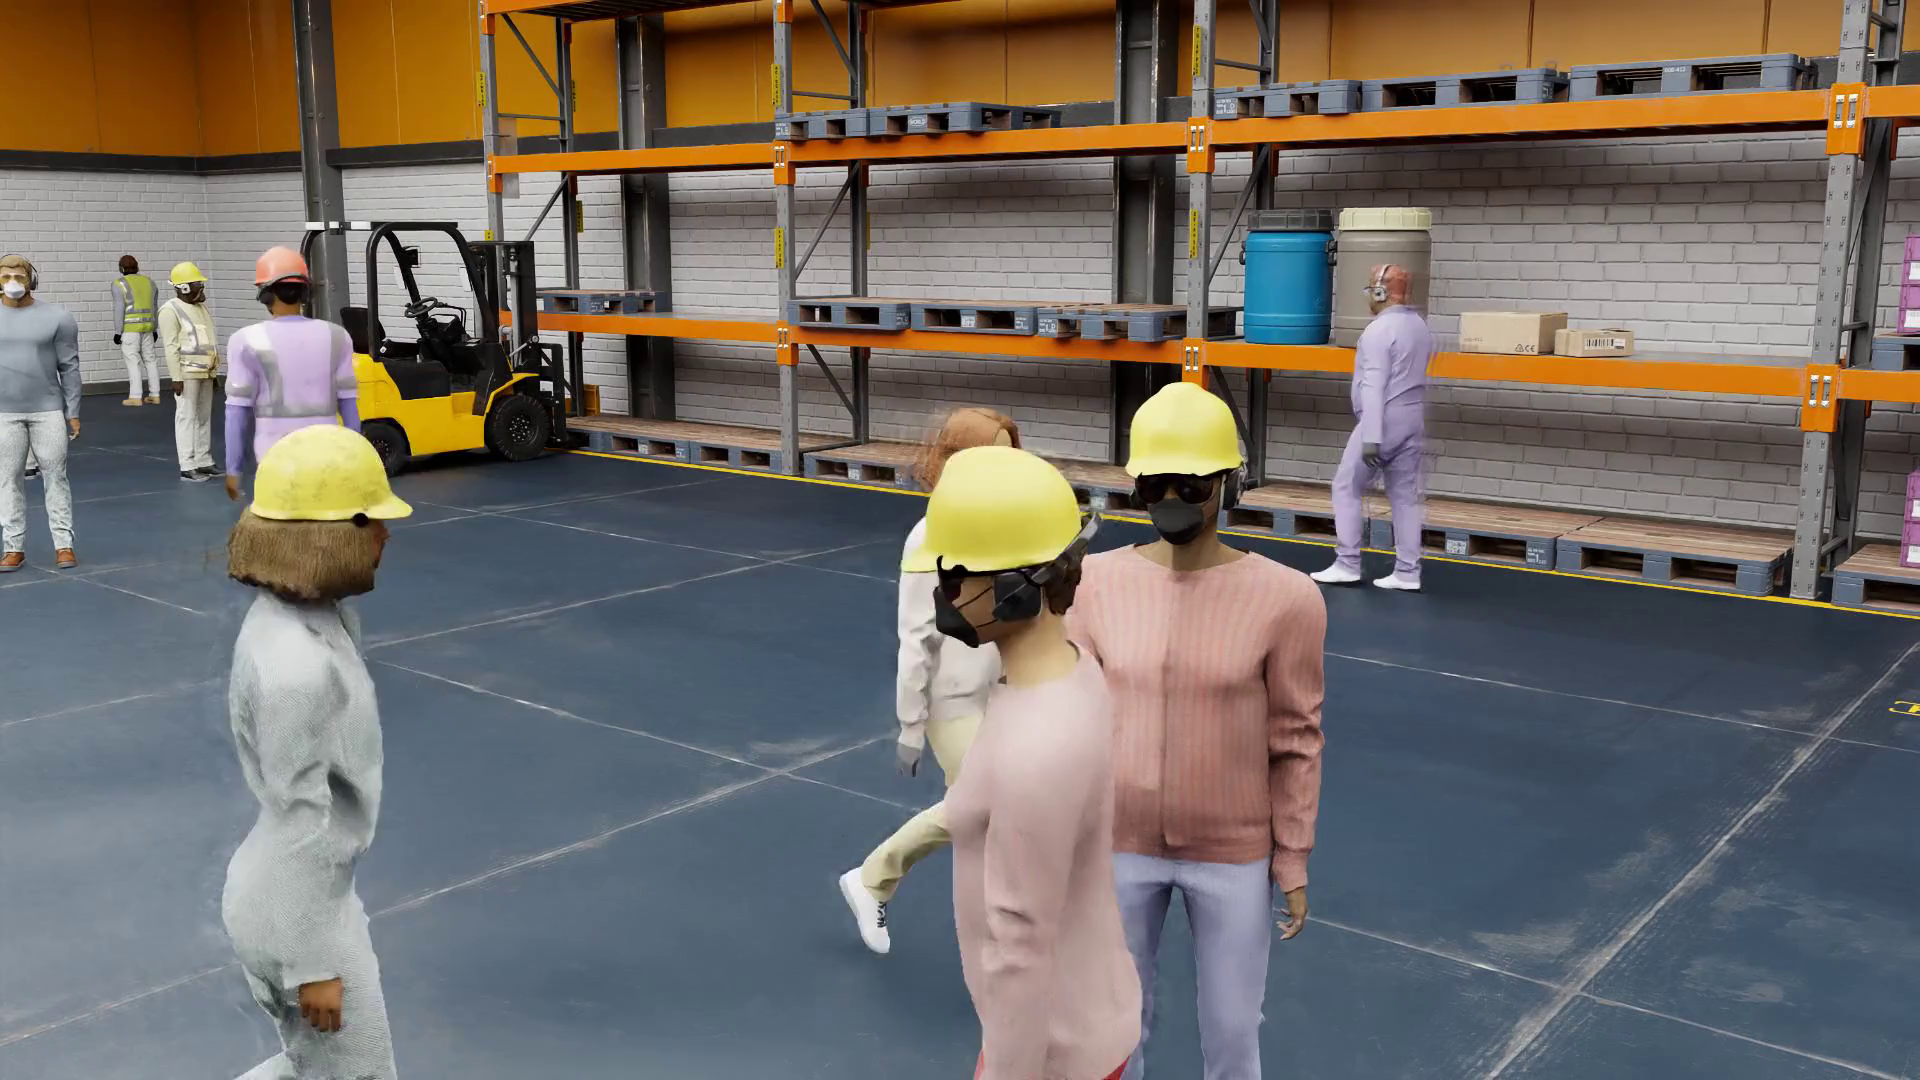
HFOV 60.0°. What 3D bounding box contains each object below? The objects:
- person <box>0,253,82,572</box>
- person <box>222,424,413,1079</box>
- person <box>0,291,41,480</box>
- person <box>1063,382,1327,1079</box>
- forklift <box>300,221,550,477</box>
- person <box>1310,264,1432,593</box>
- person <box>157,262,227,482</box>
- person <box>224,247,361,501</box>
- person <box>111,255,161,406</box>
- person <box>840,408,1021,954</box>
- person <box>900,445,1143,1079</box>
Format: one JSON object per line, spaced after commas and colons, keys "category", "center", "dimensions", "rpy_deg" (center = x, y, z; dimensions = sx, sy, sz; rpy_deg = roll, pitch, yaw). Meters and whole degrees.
{"category": "person", "center": [-5.727, -0.776, 10.215], "dimensions": [0.631, 1.940, 0.372], "rpy_deg": [-4, 11, -23]}
{"category": "person", "center": [-1.245, 0.656, 2.918], "dimensions": [0.621, 1.719, 0.492], "rpy_deg": [-4, 11, -19]}
{"category": "person", "center": [-8.034, -1.421, 14.109], "dimensions": [0.403, 1.826, 0.593], "rpy_deg": [-3, 11, -15]}
{"category": "person", "center": [0.413, 0.585, 3.150], "dimensions": [0.525, 1.769, 0.315], "rpy_deg": [3, 11, 15]}
{"category": "forklift", "center": [-4.922, -1.741, 14.854], "dimensions": [1.214, 2.155, 2.313], "rpy_deg": [8, 13, 38]}
{"category": "person", "center": [2.379, -0.640, 9.621], "dimensions": [0.755, 1.880, 0.672], "rpy_deg": [10, 14, 43]}
{"category": "person", "center": [-6.463, -1.416, 14.041], "dimensions": [0.404, 1.836, 0.598], "rpy_deg": [1, 10, 6]}
{"category": "person", "center": [-3.229, -0.422, 8.114], "dimensions": [1.032, 1.999, 0.624], "rpy_deg": [9, 14, 41]}
{"category": "person", "center": [-10.134, -2.569, 20.426], "dimensions": [0.429, 1.838, 0.634], "rpy_deg": [4, 11, 23]}
{"category": "person", "center": [-0.034, 0.437, 4.434], "dimensions": [0.746, 1.609, 0.501], "rpy_deg": [6, 12, 32]}
{"category": "person", "center": [0.208, 0.723, 2.474], "dimensions": [0.662, 1.744, 0.528], "rpy_deg": [1, 10, 7]}
